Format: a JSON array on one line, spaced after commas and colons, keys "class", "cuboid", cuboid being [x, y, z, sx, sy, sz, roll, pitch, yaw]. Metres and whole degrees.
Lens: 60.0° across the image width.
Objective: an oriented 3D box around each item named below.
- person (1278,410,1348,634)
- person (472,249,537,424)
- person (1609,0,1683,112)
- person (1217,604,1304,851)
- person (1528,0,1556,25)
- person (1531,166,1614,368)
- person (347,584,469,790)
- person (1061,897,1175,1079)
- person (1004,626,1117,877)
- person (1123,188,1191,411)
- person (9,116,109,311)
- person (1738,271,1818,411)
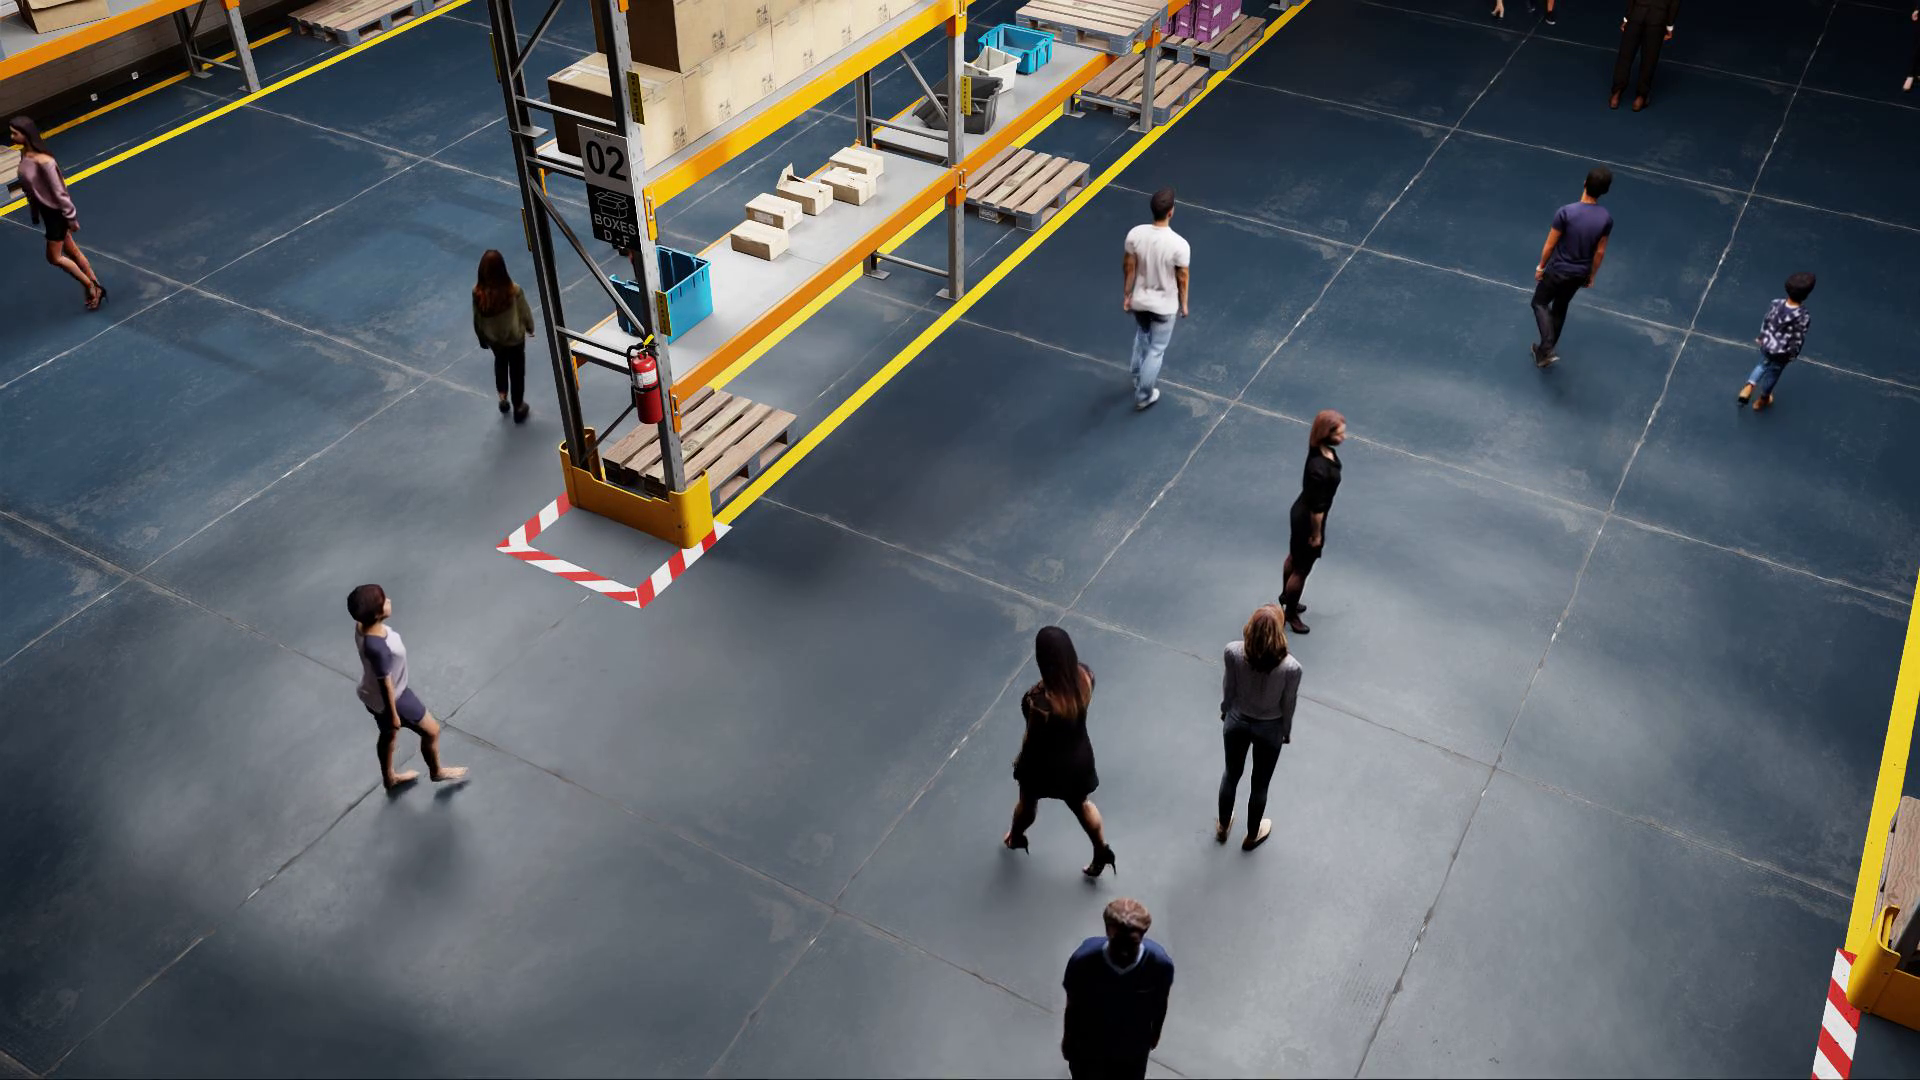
[{"class": "person", "cuboid": [2.307, -0.131, 10.993, 0.712, 1.703, 0.562, 5, 39, 7]}, {"class": "person", "cuboid": [-3.556, -1.543, 12.951, 0.673, 1.467, 0.688, 0, 39, 0]}, {"class": "person", "cuboid": [7.253, -5.477, 17.526, 0.690, 1.905, 0.618, 17, 42, 20]}, {"class": "person", "cuboid": [1.667, 1.062, 9.424, 0.598, 1.797, 0.528, 17, 42, 20]}, {"class": "person", "cuboid": [6.982, -6.796, 19.708, 0.776, 1.242, 0.882, -7, 39, -8]}, {"class": "person", "cuboid": [4.928, -2.125, 13.436, 0.875, 1.771, 0.961, -2, 39, -2]}, {"class": "person", "cuboid": [-3.438, 0.924, 9.797, 0.825, 1.548, 0.735, -22, 43, -25]}, {"class": "person", "cuboid": [0.701, 2.287, 7.854, 0.934, 1.843, 1.210, 5, 39, 6]}, {"class": "person", "cuboid": [0.629, 1.255, 9.291, 0.858, 1.663, 0.932, 27, 46, 29]}, {"class": "person", "cuboid": [1.479, -1.836, 13.015, 0.712, 1.845, 0.765, 25, 45, 28]}, {"class": "person", "cuboid": [-7.655, -2.798, 14.256, 0.695, 1.799, 0.688, 30, 48, 32]}, {"class": "person", "cuboid": [6.442, -1.551, 13.139, 0.719, 1.244, 0.630, -25, 45, -28]}]
